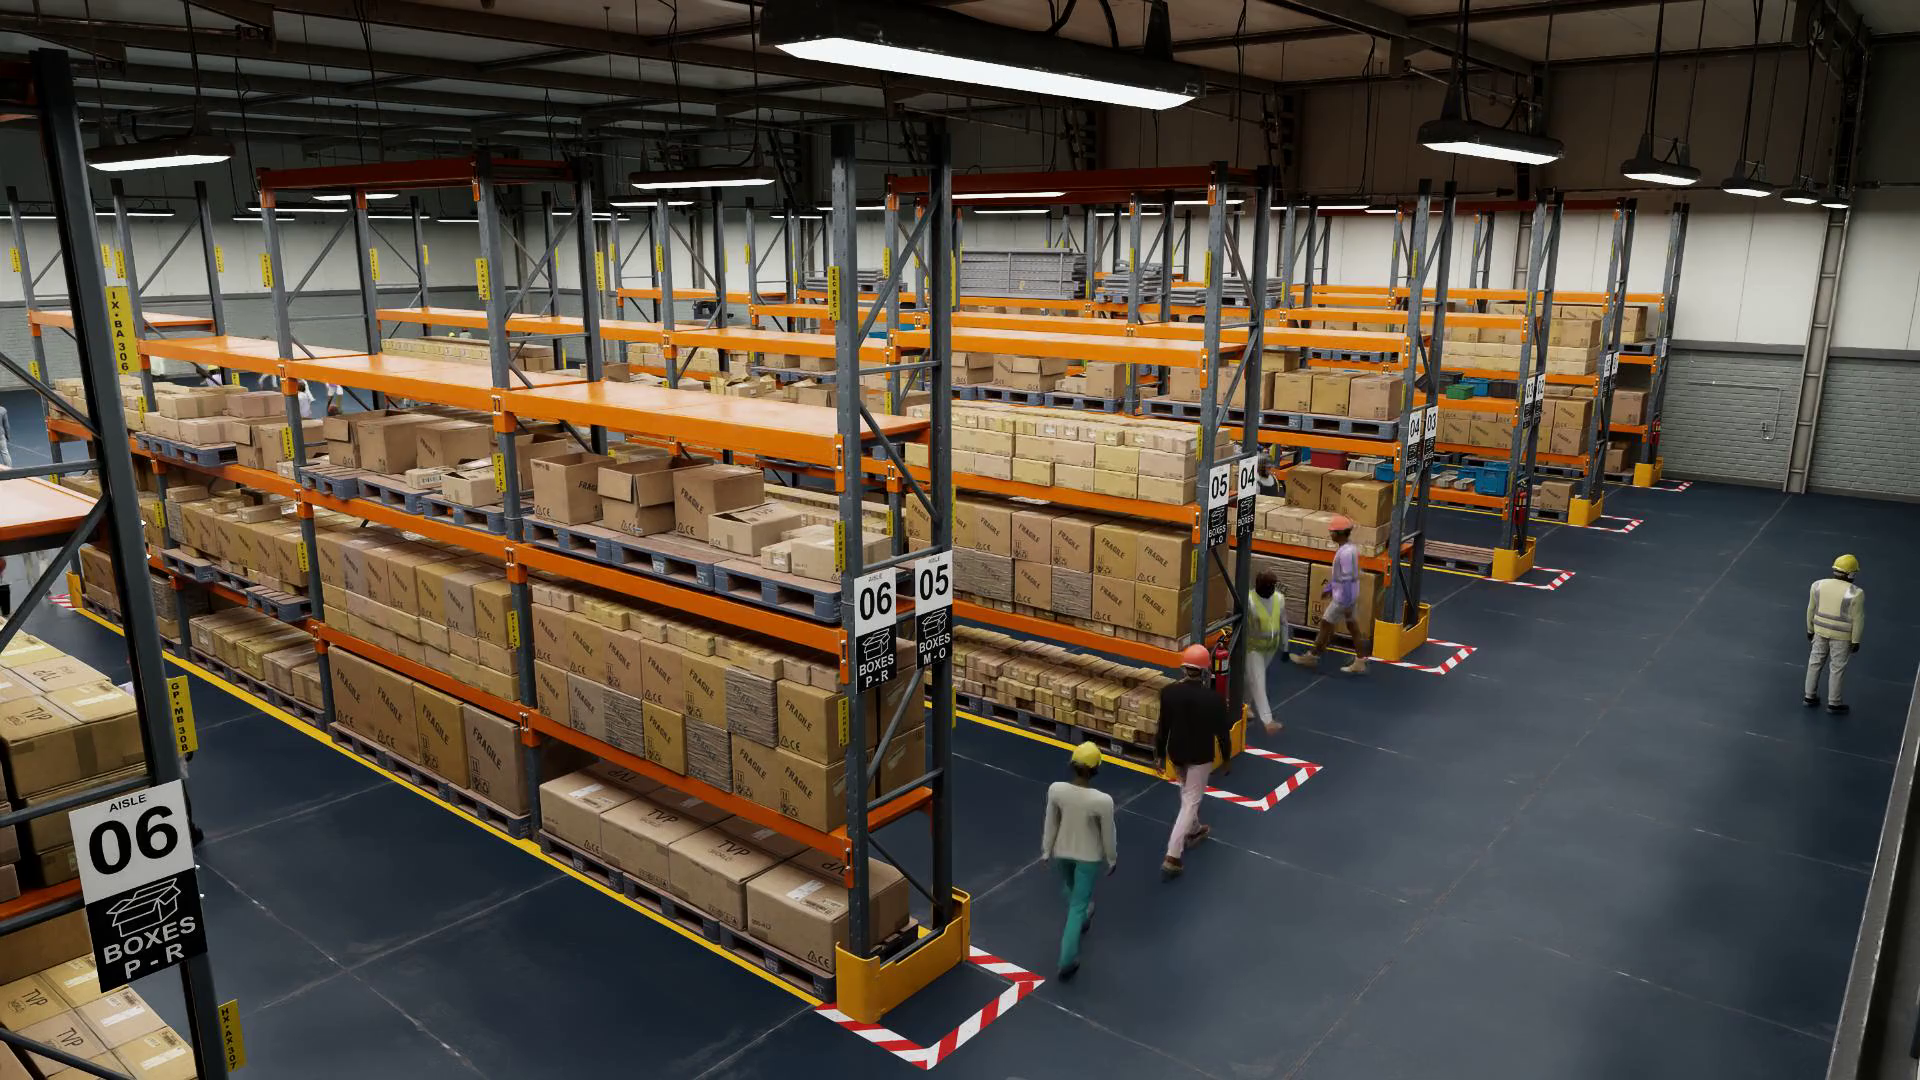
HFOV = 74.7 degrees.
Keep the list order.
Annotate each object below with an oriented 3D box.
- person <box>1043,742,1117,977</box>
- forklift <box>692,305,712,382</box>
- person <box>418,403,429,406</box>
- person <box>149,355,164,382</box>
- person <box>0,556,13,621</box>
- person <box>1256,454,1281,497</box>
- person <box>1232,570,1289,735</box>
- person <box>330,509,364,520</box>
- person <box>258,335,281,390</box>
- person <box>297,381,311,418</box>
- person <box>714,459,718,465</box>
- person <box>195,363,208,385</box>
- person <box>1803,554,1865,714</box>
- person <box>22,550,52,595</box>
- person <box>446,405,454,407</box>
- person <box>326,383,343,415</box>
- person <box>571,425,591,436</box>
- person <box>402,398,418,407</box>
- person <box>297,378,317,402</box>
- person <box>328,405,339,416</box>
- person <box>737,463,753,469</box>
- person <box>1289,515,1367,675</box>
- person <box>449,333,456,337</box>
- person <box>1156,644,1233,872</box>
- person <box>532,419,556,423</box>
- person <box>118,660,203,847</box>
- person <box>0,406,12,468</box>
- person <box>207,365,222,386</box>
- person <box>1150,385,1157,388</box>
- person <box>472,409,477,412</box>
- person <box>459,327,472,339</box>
[{"bbox_3d":[0.937,2.326,9.468,0.537,1.715,0.906,8,16,30],"label":"person"},{"bbox_3d":[-9.511,-7.392,47.124,1.873,2.768,1.129,11,17,38],"label":"forklift"},{"bbox_3d":[-15.468,-4.256,36.072,0.602,1.949,0.390,-4,14,-15],"label":"person"},{"bbox_3d":[-26.121,-5.419,40.882,0.638,1.941,1.020,1,14,3],"label":"person"},{"bbox_3d":[-13.574,0.404,17.514,0.761,1.660,0.544,4,14,18],"label":"person"},{"bbox_3d":[4.890,-0.384,20.044,0.686,2.000,0.990,-10,17,-37],"label":"person"},{"bbox_3d":[3.365,1.217,13.878,0.640,1.788,0.974,-6,15,-24],"label":"person"},{"bbox_3d":[-11.667,-1.252,23.859,0.938,1.874,0.623,2,14,7],"label":"person"},{"bbox_3d":[-24.369,-6.235,44.289,0.672,1.924,0.632,3,14,13],"label":"person"},{"bbox_3d":[-16.482,-3.079,31.581,0.646,1.789,0.982,7,15,26],"label":"person"},{"bbox_3d":[-5.732,-2.487,28.845,0.589,1.927,0.388,-6,15,-23],"label":"person"},{"bbox_3d":[-27.579,-6.462,45.703,0.377,1.677,0.551,-4,14,-17],"label":"person"},{"bbox_3d":[10.039,1.060,14.448,0.404,1.835,0.587,-6,15,-23],"label":"person"},{"bbox_3d":[-13.937,-0.025,18.867,0.541,1.854,0.532,-9,16,-34],"label":"person"},{"bbox_3d":[-13.659,-3.834,34.151,0.609,2.040,0.394,-5,15,-21],"label":"person"},{"bbox_3d":[-18.924,-4.708,38.046,0.881,1.897,0.610,11,17,37],"label":"person"},{"bbox_3d":[-8.141,-2.137,27.394,0.621,1.931,0.723,-4,14,-18],"label":"person"},{"bbox_3d":[-15.663,-4.210,35.913,0.553,1.934,0.366,-5,14,-18],"label":"person"},{"bbox_3d":[-21.346,-5.220,40.779,0.855,1.597,0.520,6,15,22],"label":"person"},{"bbox_3d":[-13.135,-1.916,26.668,0.837,1.853,0.582,6,15,22],"label":"person"},{"bbox_3d":[-5.038,-2.544,29.250,0.505,1.847,0.346,10,17,34],"label":"person"},{"bbox_3d":[4.642,0.680,15.672,1.042,1.987,0.610,6,15,24],"label":"person"},{"bbox_3d":[-19.032,-6.913,47.403,0.327,1.761,0.522,6,15,24],"label":"person"},{"bbox_3d":[1.994,1.864,10.917,0.618,1.954,1.010,10,17,37],"label":"person"},{"bbox_3d":[-9.980,-2.811,30.355,0.633,1.842,0.429,-7,15,-26],"label":"person"},{"bbox_3d":[-7.090,1.817,11.116,0.543,1.939,0.360,-6,15,-25],"label":"person"},{"bbox_3d":[-21.532,-2.305,28.069,0.359,1.938,0.635,7,15,26],"label":"person"},{"bbox_3d":[-20.678,-3.984,35.120,1.009,1.881,0.600,5,14,19],"label":"person"},{"bbox_3d":[4.807,-3.150,31.550,0.551,1.935,0.375,-7,15,-26],"label":"person"},{"bbox_3d":[-11.001,-2.269,28.102,0.650,1.866,0.983,0,14,-1],"label":"person"},{"bbox_3d":[-20.639,-8.120,52.629,0.501,1.631,0.285,-12,18,-41],"label":"person"}]
